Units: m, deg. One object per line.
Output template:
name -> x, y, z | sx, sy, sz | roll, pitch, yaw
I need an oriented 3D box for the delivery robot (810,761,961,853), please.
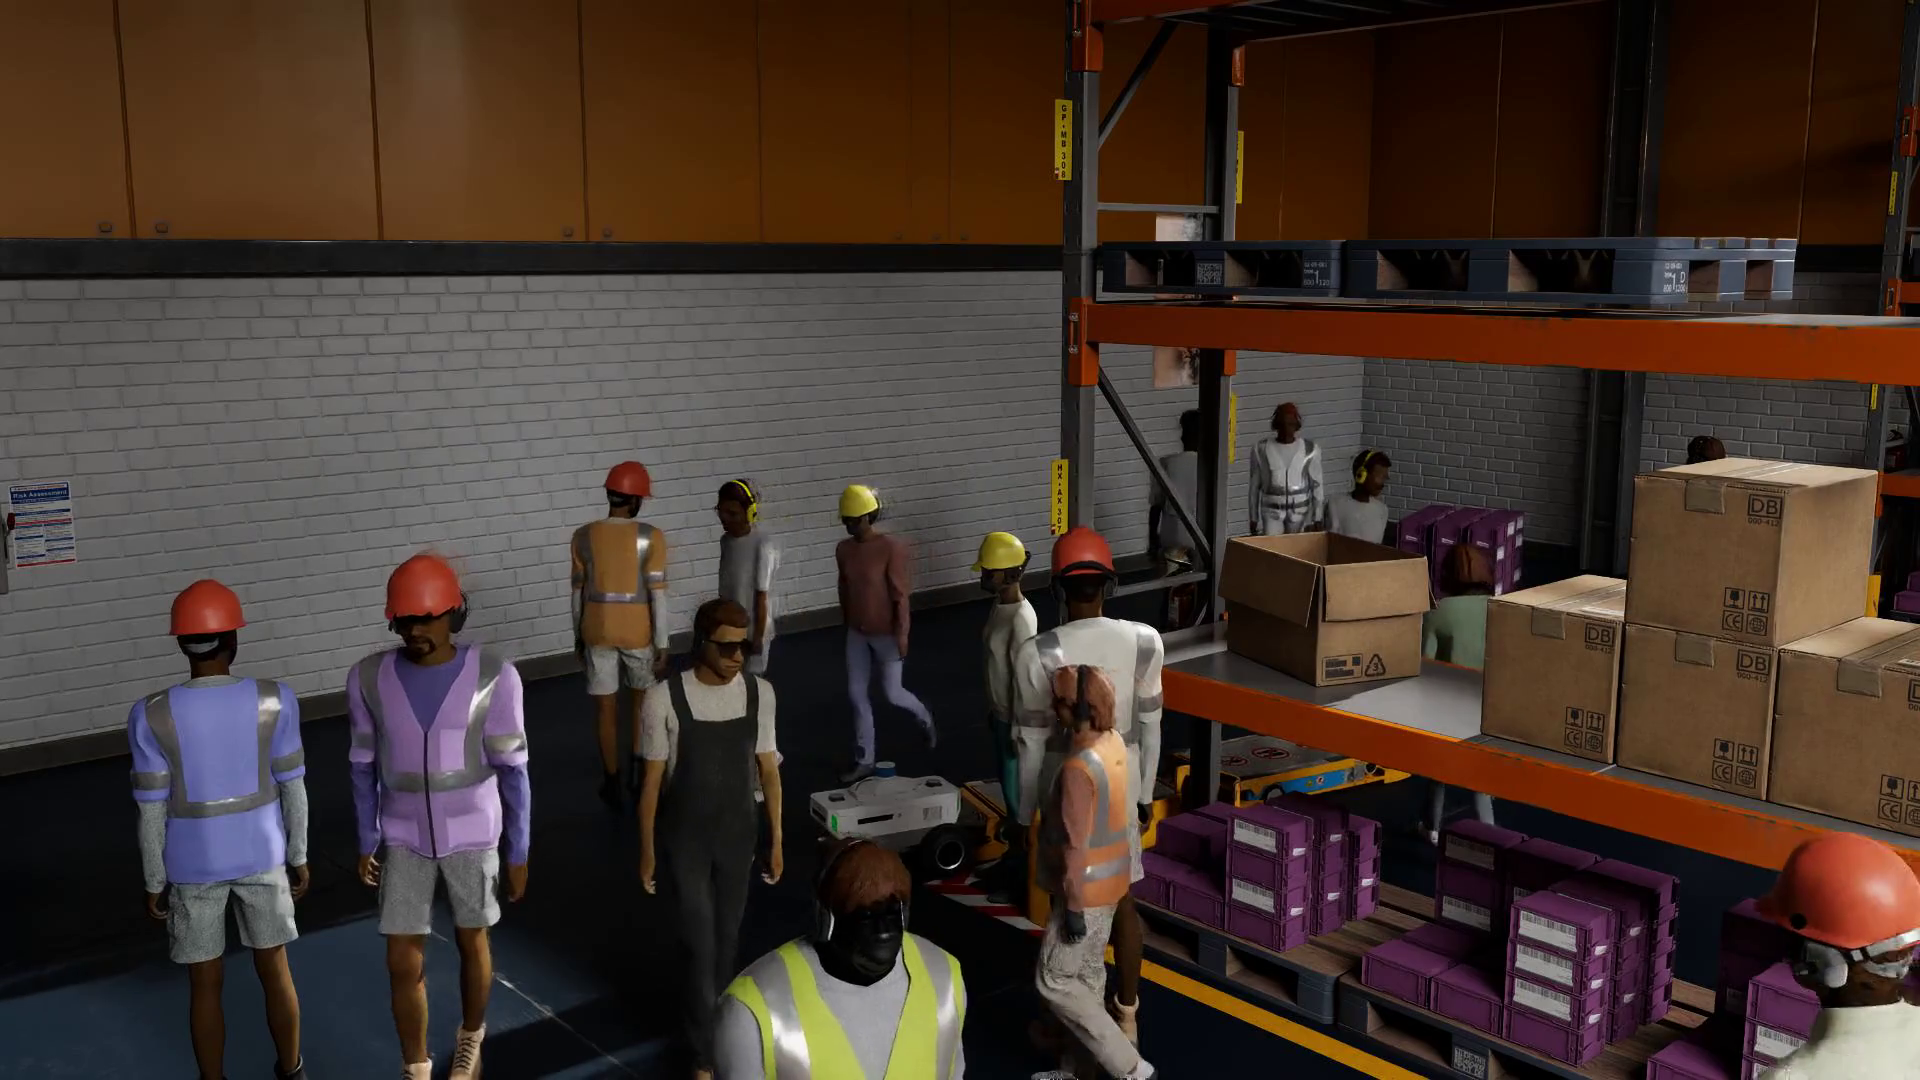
delivery robot -> -0.366, 1.331, 8.157 | 0.707, 0.478, 0.477 | -5, 11, -25

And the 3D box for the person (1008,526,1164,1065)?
person -> 0.463, 0.961, 6.266 | 0.605, 2.037, 0.394 | -4, 10, -22

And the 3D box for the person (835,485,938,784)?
person -> -0.439, 0.520, 9.701 | 0.559, 1.732, 0.669 | 7, 12, 37

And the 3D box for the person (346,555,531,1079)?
person -> -1.807, 1.061, 5.721 | 0.641, 2.016, 0.792 | -1, 10, -5

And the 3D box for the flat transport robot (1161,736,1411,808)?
flat transport robot -> 1.825, 1.292, 9.486 | 1.431, 0.197, 0.652 | -6, 11, -31

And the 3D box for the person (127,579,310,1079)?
person -> -2.549, 1.096, 5.769 | 0.549, 1.933, 0.373 | -5, 11, -28

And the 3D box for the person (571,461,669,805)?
person -> -1.889, 0.519, 9.234 | 0.573, 1.909, 0.420 | -1, 10, -6

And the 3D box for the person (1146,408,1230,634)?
person -> 1.658, 0.003, 12.218 | 0.613, 1.934, 0.874 | 3, 10, 16

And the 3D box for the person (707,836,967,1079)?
person -> -0.270, 1.510, 3.745 | 0.618, 1.812, 0.922 | -4, 11, -24

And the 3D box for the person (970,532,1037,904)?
person -> 0.217, 0.829, 7.857 | 0.343, 1.759, 0.533 | -2, 10, -10

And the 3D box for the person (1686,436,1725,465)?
person -> 4.958, 0.216, 11.197 | 0.631, 1.843, 0.429 | -8, 12, -38

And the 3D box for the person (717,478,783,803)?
person -> -1.185, 0.573, 9.114 | 0.406, 1.846, 0.515 | -8, 13, -40

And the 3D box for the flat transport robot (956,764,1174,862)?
flat transport robot -> 0.554, 1.414, 8.773 | 1.431, 0.197, 0.652 | -4, 10, -21

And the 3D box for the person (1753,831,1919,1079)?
person -> 1.711, 1.524, 3.130 | 0.623, 1.972, 0.722 | -4, 11, -24

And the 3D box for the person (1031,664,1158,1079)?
person -> 0.467, 1.232, 5.878 | 0.425, 1.628, 0.529 | 4, 10, 22

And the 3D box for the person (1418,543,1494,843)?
person -> 2.521, 0.819, 8.341 | 0.502, 1.603, 0.701 | 1, 10, 3

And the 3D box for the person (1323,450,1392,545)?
person -> 2.428, 0.327, 10.573 | 0.550, 1.833, 0.823 | -3, 10, -19

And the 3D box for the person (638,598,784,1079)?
person -> -0.864, 1.116, 5.987 | 0.530, 1.819, 0.680 | -5, 11, -29

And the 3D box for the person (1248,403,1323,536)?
person -> 2.631, -0.175, 13.450 | 0.578, 1.847, 0.851 | 1, 10, 4
